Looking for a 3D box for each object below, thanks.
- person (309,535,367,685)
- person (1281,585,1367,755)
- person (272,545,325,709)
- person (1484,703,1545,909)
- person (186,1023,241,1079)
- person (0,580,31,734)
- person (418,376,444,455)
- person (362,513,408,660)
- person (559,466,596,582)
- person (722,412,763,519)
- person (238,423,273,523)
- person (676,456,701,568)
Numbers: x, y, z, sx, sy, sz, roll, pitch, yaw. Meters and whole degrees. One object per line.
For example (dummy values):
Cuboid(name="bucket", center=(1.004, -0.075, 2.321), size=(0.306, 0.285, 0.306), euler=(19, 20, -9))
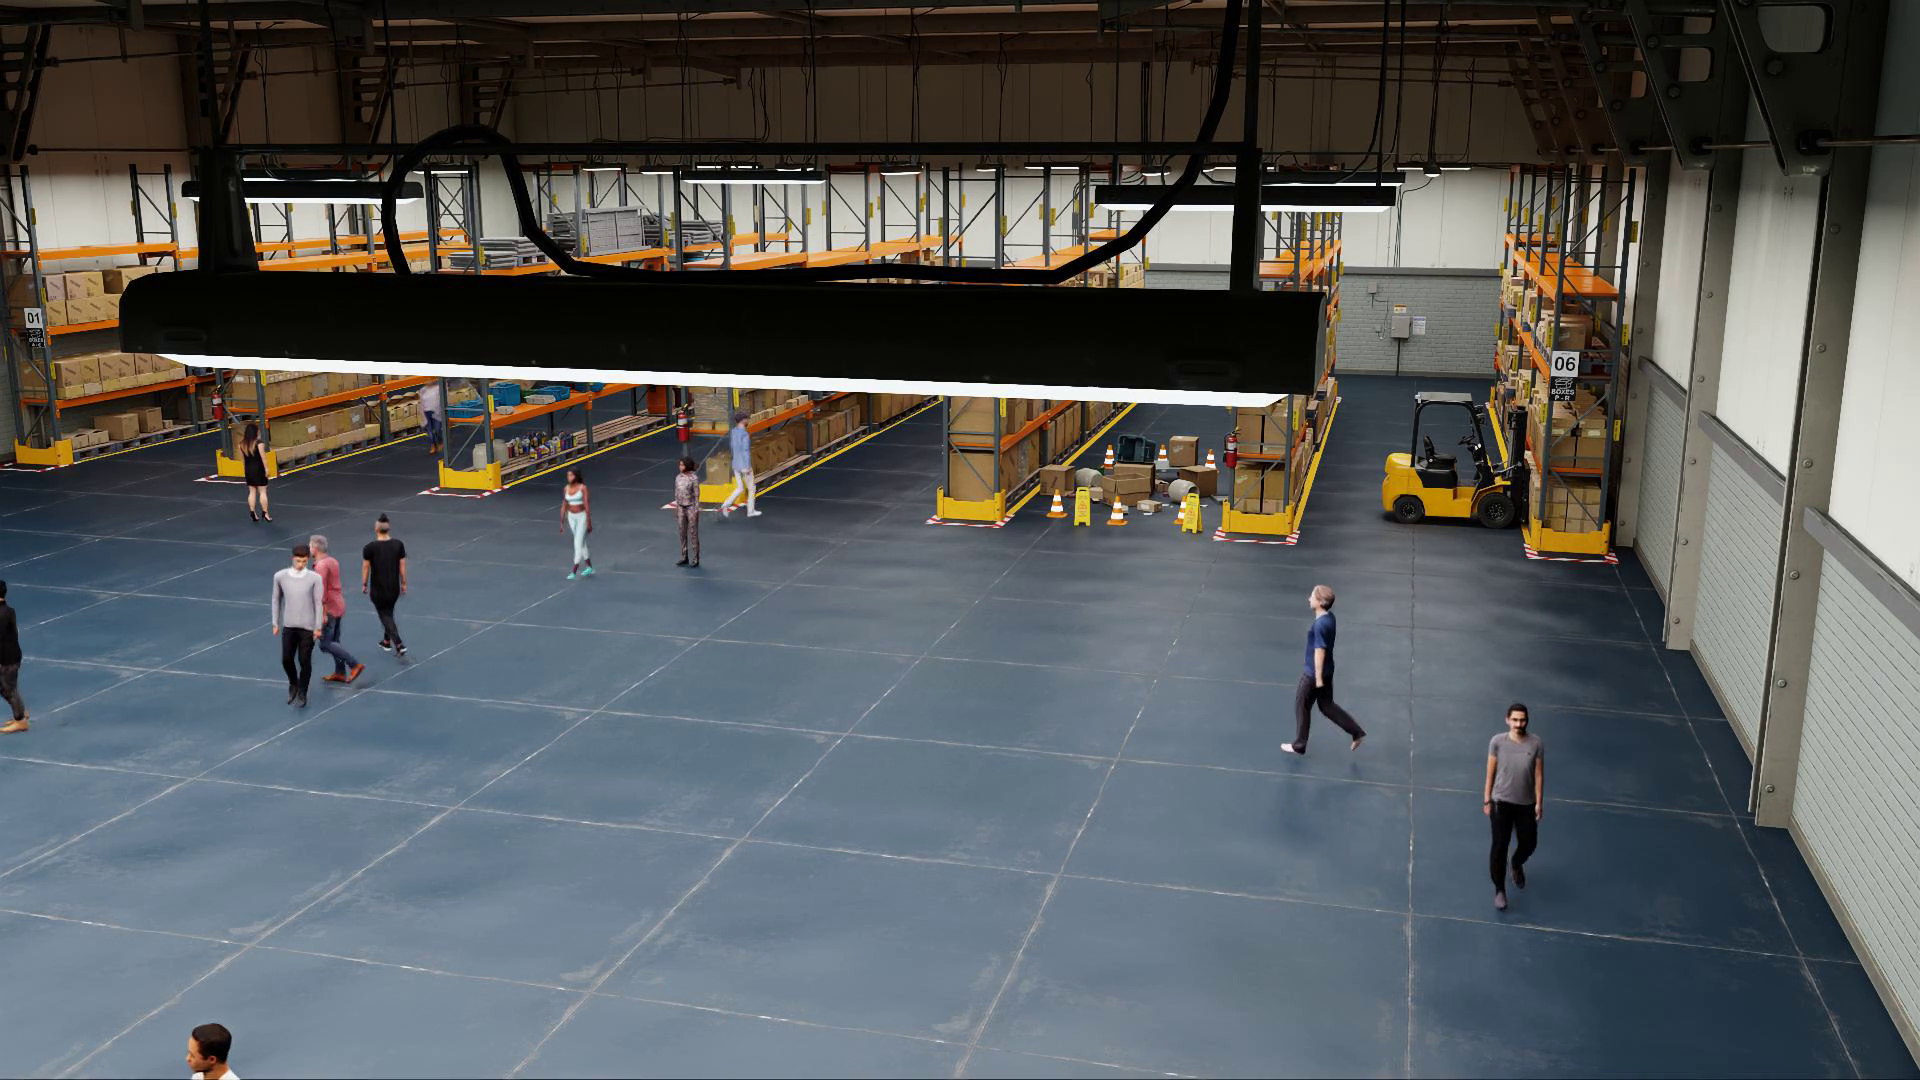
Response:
Cuboid(name="person", center=(-7.430, 0.841, 19.803), size=(0.905, 1.808, 0.884), euler=(-1, 13, -5))
Cuboid(name="person", center=(3.841, 1.390, 17.347), size=(0.864, 1.845, 1.084), euler=(6, 14, 25))
Cuboid(name="person", center=(-7.548, 0.961, 19.095), size=(0.903, 1.893, 0.887), euler=(0, 13, 1))
Cuboid(name="person", center=(4.678, 2.200, 14.069), size=(0.640, 1.746, 0.804), euler=(3, 13, 11))
Cuboid(name="person", center=(-3.886, 3.381, 8.850), size=(0.708, 1.800, 0.687), euler=(11, 17, 39))
Cuboid(name="person", center=(-10.345, 1.265, 18.180), size=(0.796, 1.714, 0.720), euler=(-6, 14, -24))
Cuboid(name="person", center=(-11.158, -2.685, 35.208), size=(0.759, 1.727, 0.740), euler=(0, 13, -1))
Cuboid(name="person", center=(-7.157, 0.598, 20.800), size=(1.200, 1.831, 1.152), euler=(-12, 17, -41))
Cuboid(name="person", center=(-5.649, -0.263, 24.822), size=(0.628, 1.693, 1.041), euler=(4, 14, 19))
Cuboid(name="person", center=(-3.834, -1.282, 28.834), size=(1.111, 1.869, 0.974), euler=(-11, 17, -40))
Cuboid(name="person", center=(-12.132, -1.162, 28.650), size=(0.655, 1.718, 0.598), euler=(3, 13, 12))
Cuboid(name="person", center=(-4.173, -0.445, 25.562), size=(0.606, 1.714, 0.584), euler=(7, 15, 26))
